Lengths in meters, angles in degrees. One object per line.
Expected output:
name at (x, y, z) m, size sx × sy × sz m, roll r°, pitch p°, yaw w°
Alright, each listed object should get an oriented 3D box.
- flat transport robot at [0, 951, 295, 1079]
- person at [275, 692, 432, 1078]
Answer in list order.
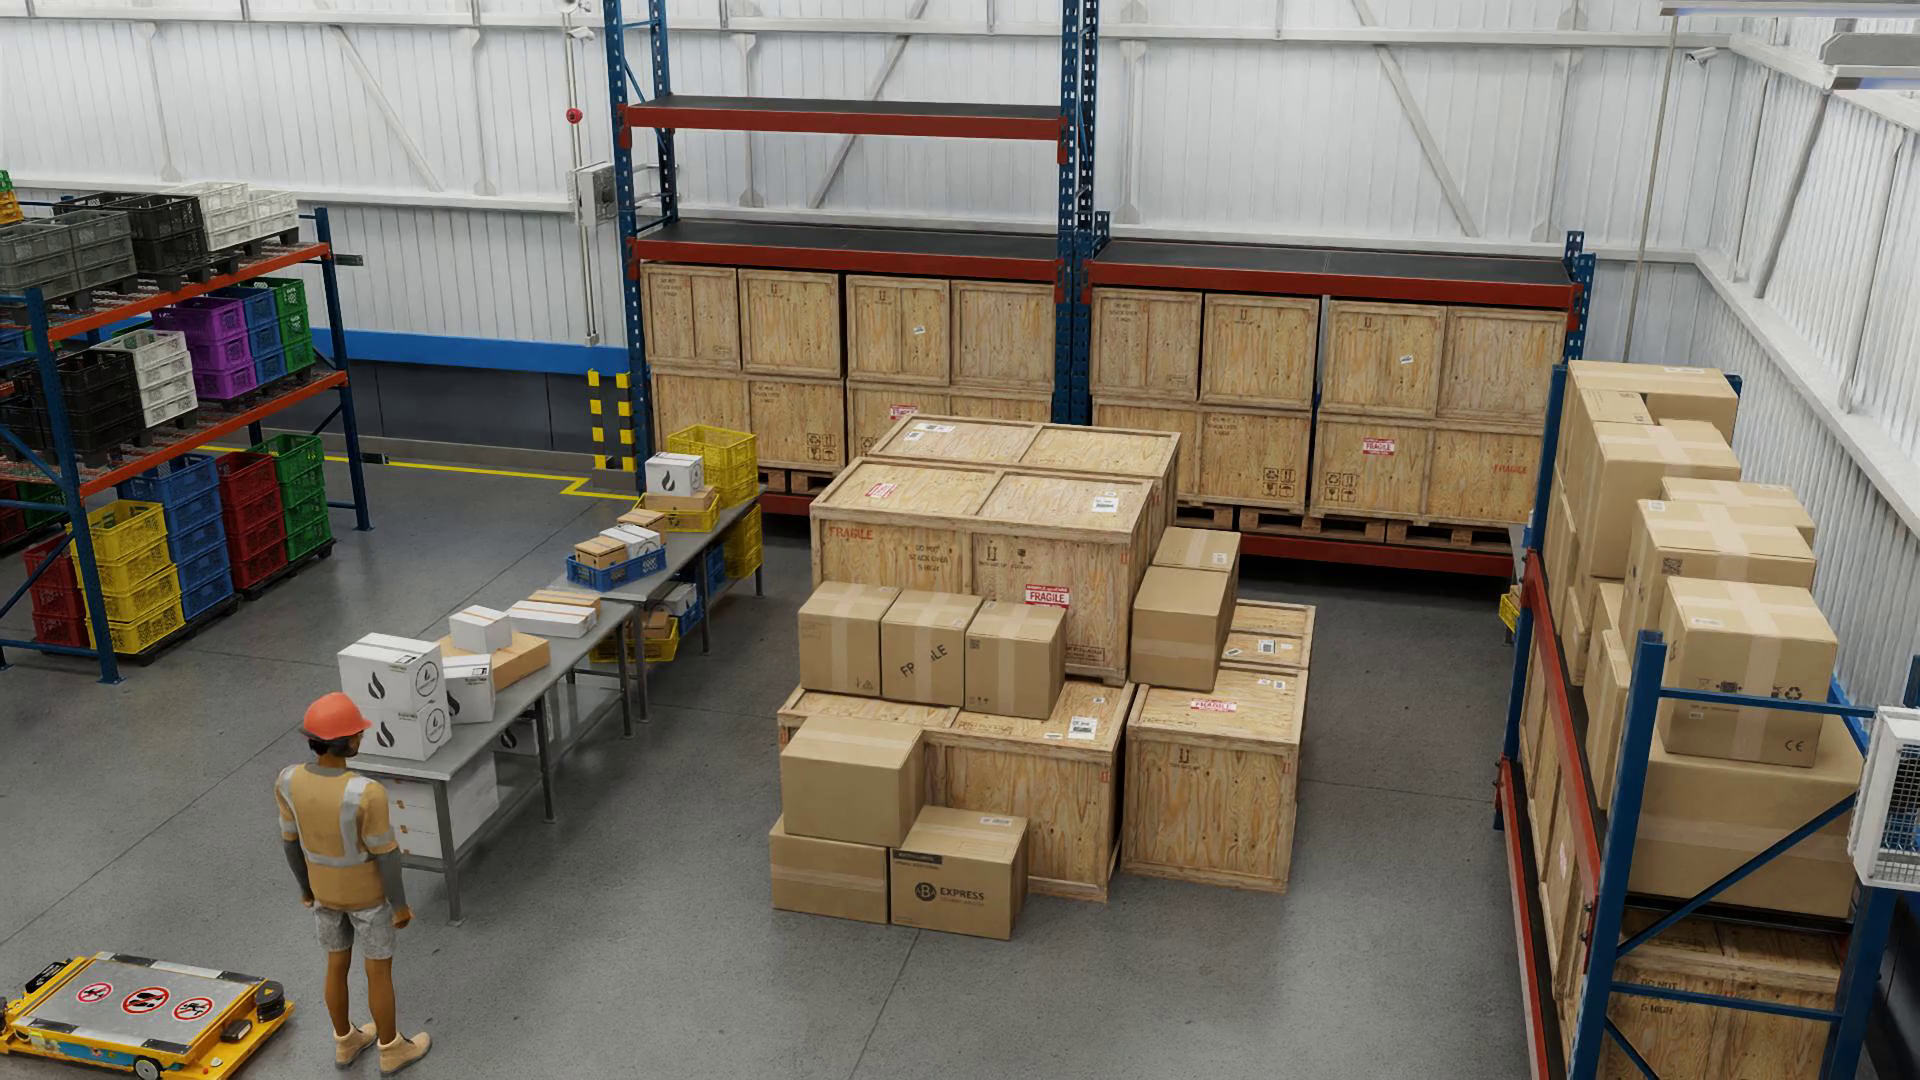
flat transport robot at (-4.270, 2.464, 8.601) m, size 1.431 × 0.231 × 0.659 m, roll 5°, pitch 22°, yaw 13°
person at (-2.968, 1.689, 8.148) m, size 0.614 × 2.039 × 0.380 m, roll 7°, pitch 22°, yaw 17°
